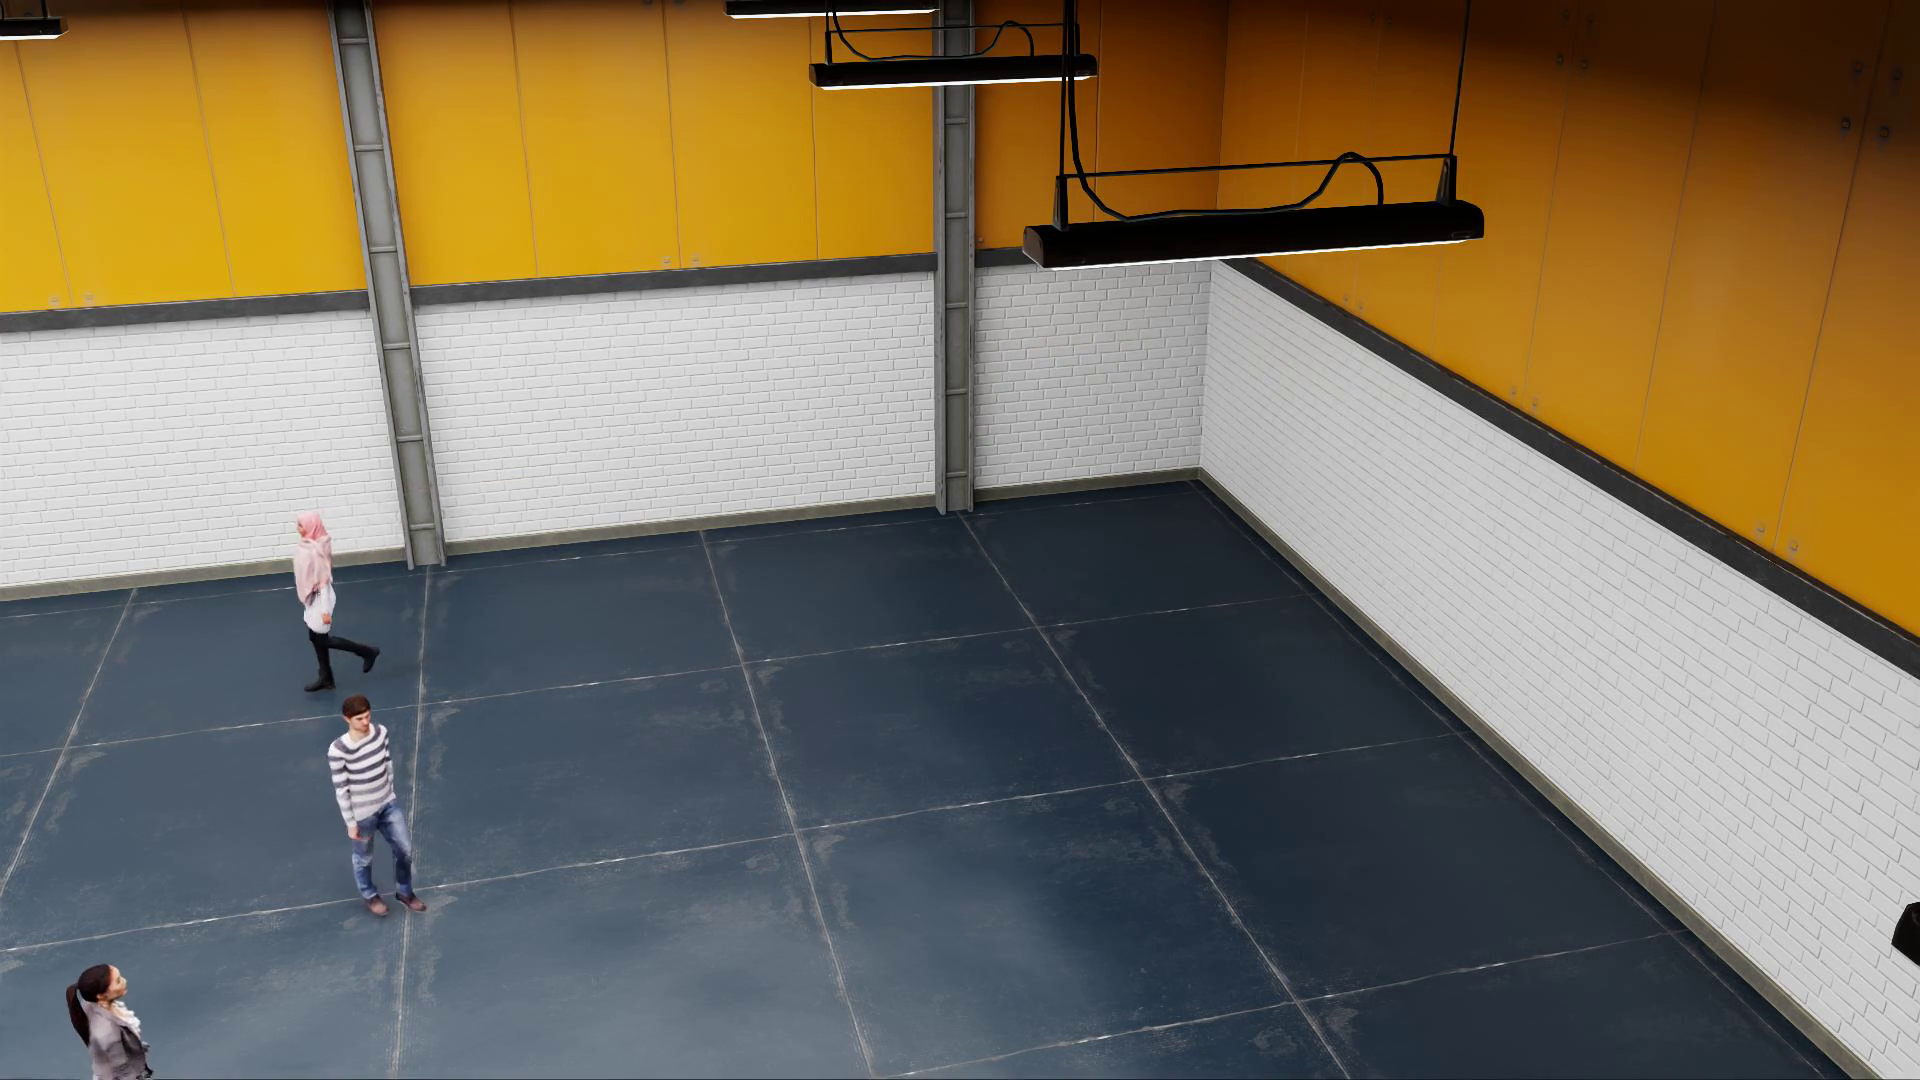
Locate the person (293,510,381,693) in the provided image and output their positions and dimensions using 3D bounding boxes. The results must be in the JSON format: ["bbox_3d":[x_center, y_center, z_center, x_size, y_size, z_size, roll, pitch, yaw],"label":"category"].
[{"bbox_3d":[-5.805,0.562,15.346,1.002,1.788,0.764,-12,26,-25],"label":"person"}]

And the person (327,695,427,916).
[{"bbox_3d":[-4.373,1.925,12.173,0.876,1.832,0.815,21,31,40],"label":"person"}]

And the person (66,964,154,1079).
[{"bbox_3d":[-4.901,3.162,9.558,0.729,1.660,0.722,-17,29,-33],"label":"person"}]
